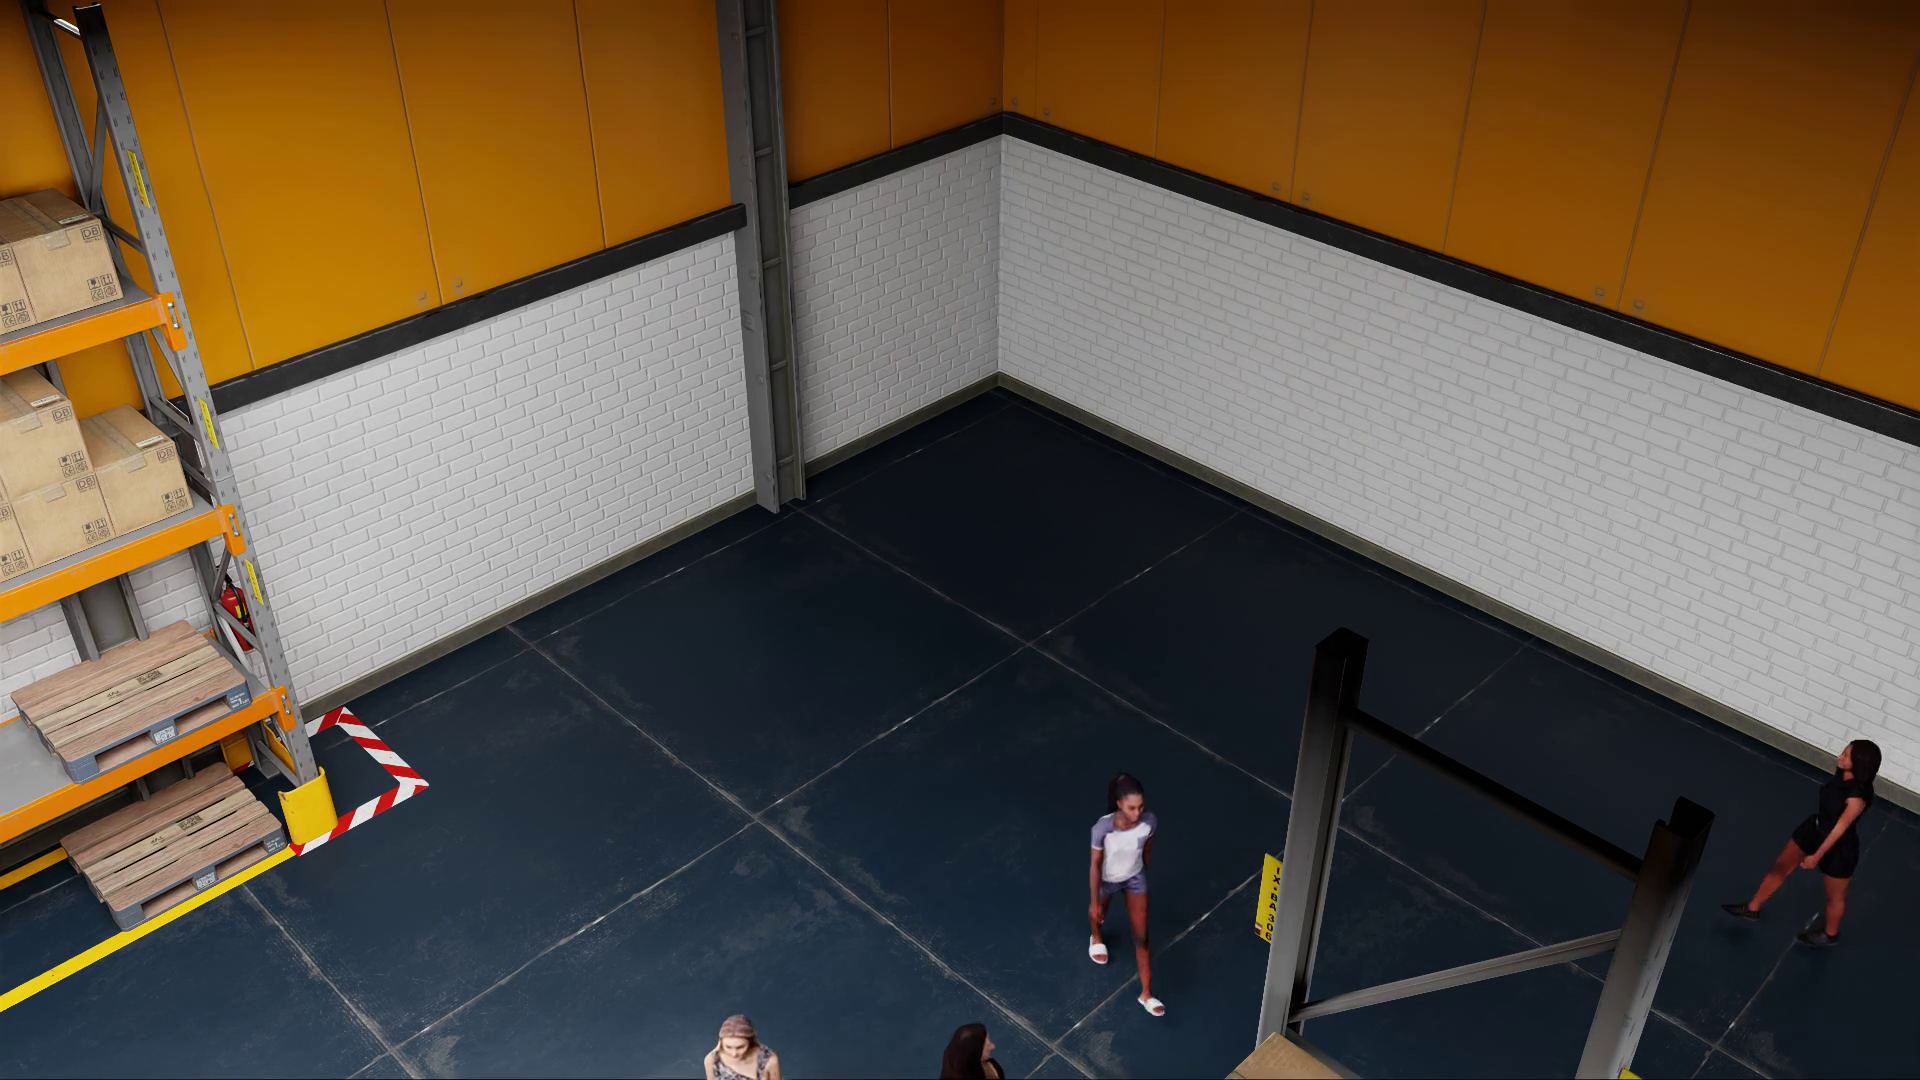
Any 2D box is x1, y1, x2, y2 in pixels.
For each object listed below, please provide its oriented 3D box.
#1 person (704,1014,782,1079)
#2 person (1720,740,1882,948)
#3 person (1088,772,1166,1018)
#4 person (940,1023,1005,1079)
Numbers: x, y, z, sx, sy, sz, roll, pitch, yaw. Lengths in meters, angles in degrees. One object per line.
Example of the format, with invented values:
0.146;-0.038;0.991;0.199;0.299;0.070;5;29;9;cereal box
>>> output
-1.152;3.166;9.210;1.052;1.676;1.112;0;34;0;person
5.799;2.021;10.899;1.009;1.712;0.990;2;34;3;person
0.984;2.147;10.737;1.133;1.683;1.052;-7;34;-11;person
0.047;3.237;9.030;0.803;1.757;0.775;-6;34;-9;person
